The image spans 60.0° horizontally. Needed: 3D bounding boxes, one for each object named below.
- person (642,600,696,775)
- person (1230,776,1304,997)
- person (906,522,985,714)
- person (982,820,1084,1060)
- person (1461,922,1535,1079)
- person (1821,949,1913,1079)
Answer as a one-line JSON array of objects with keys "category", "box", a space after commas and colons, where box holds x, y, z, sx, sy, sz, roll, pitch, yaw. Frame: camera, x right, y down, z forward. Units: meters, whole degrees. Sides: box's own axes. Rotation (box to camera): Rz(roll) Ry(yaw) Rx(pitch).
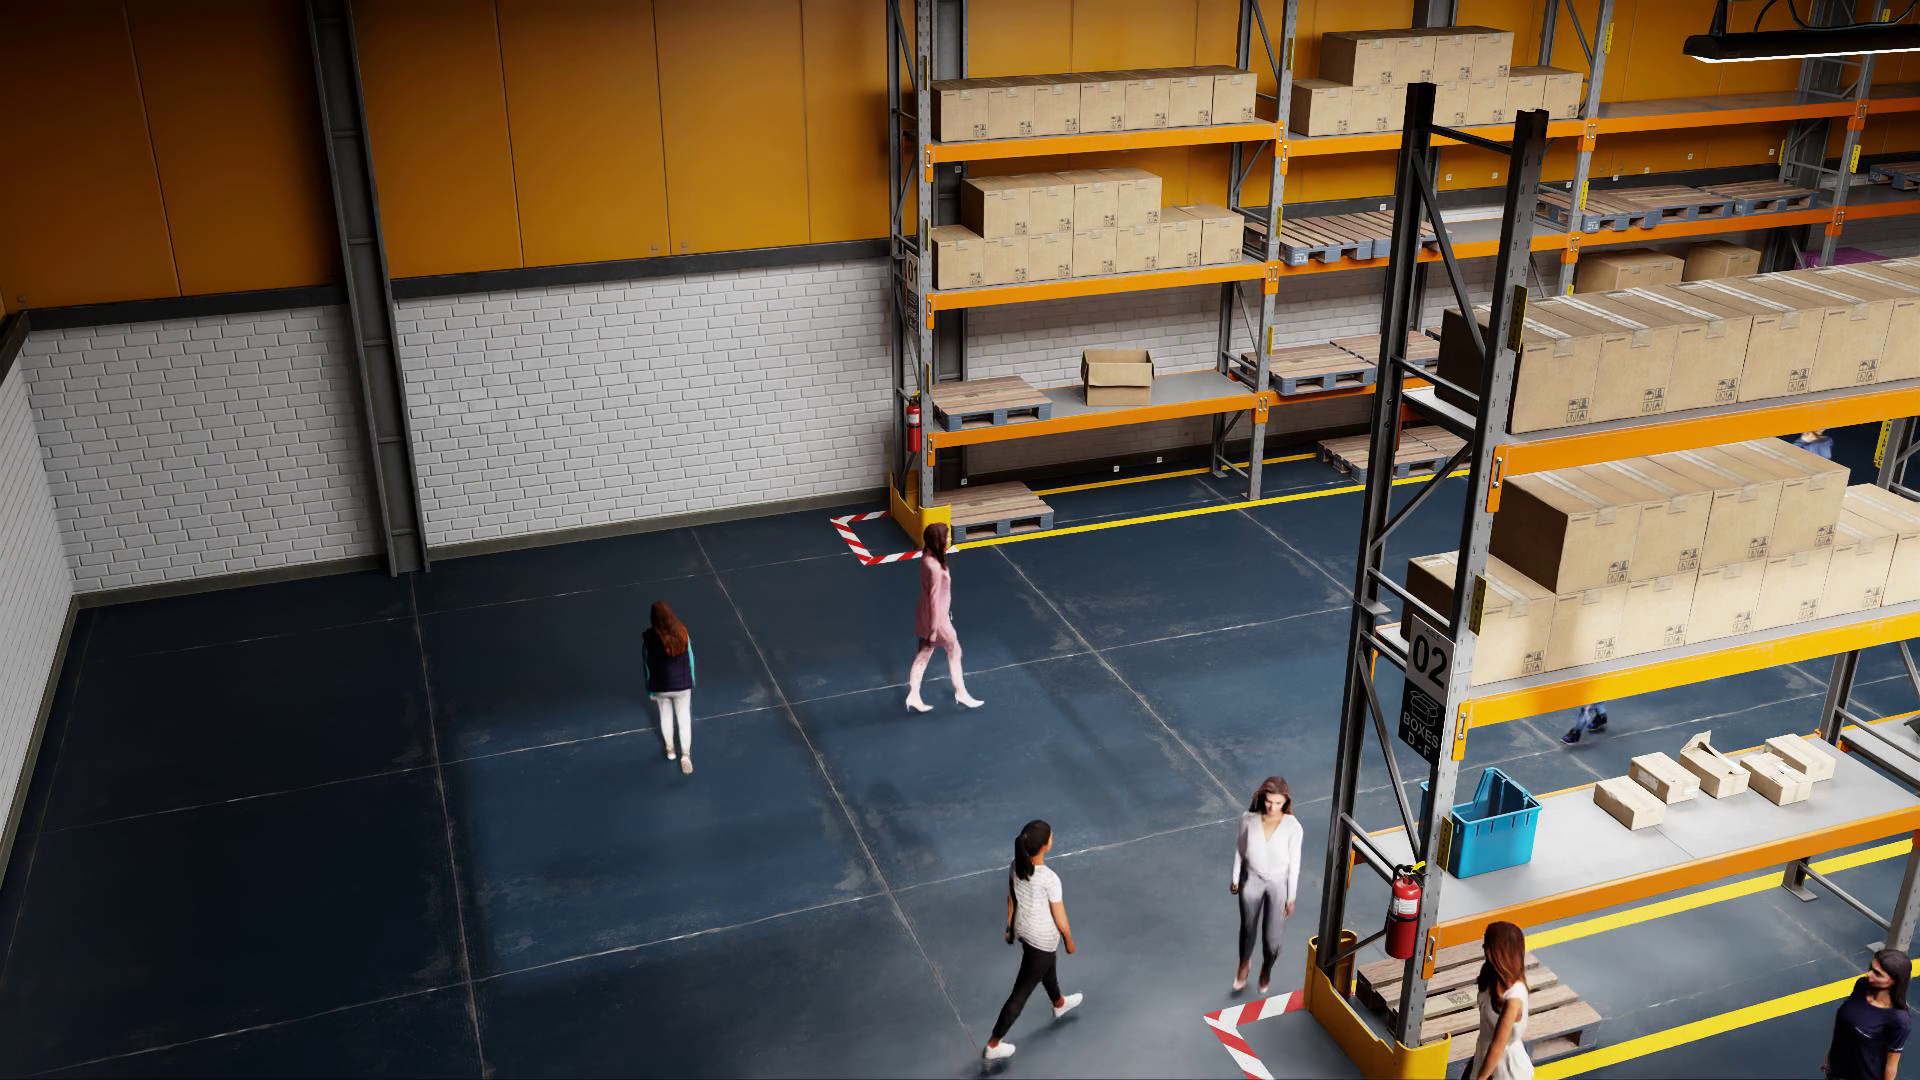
[{"category": "person", "box": [-2.342, 1.209, 13.570, 0.850, 1.485, 0.680, -6, 24, -14]}, {"category": "person", "box": [2.020, 2.254, 10.857, 0.772, 1.742, 0.832, 12, 26, 25]}, {"category": "person", "box": [-0.313, 0.706, 14.357, 0.955, 1.775, 0.709, -5, 24, -12]}, {"category": "person", "box": [0.414, 2.531, 10.401, 1.172, 1.601, 0.765, -16, 28, -32]}, {"category": "person", "box": [3.116, 2.937, 9.291, 1.032, 1.745, 0.769, -4, 24, -10]}, {"category": "person", "box": [5.027, 2.984, 9.190, 1.125, 1.740, 0.812, 0, 24, -1]}]
